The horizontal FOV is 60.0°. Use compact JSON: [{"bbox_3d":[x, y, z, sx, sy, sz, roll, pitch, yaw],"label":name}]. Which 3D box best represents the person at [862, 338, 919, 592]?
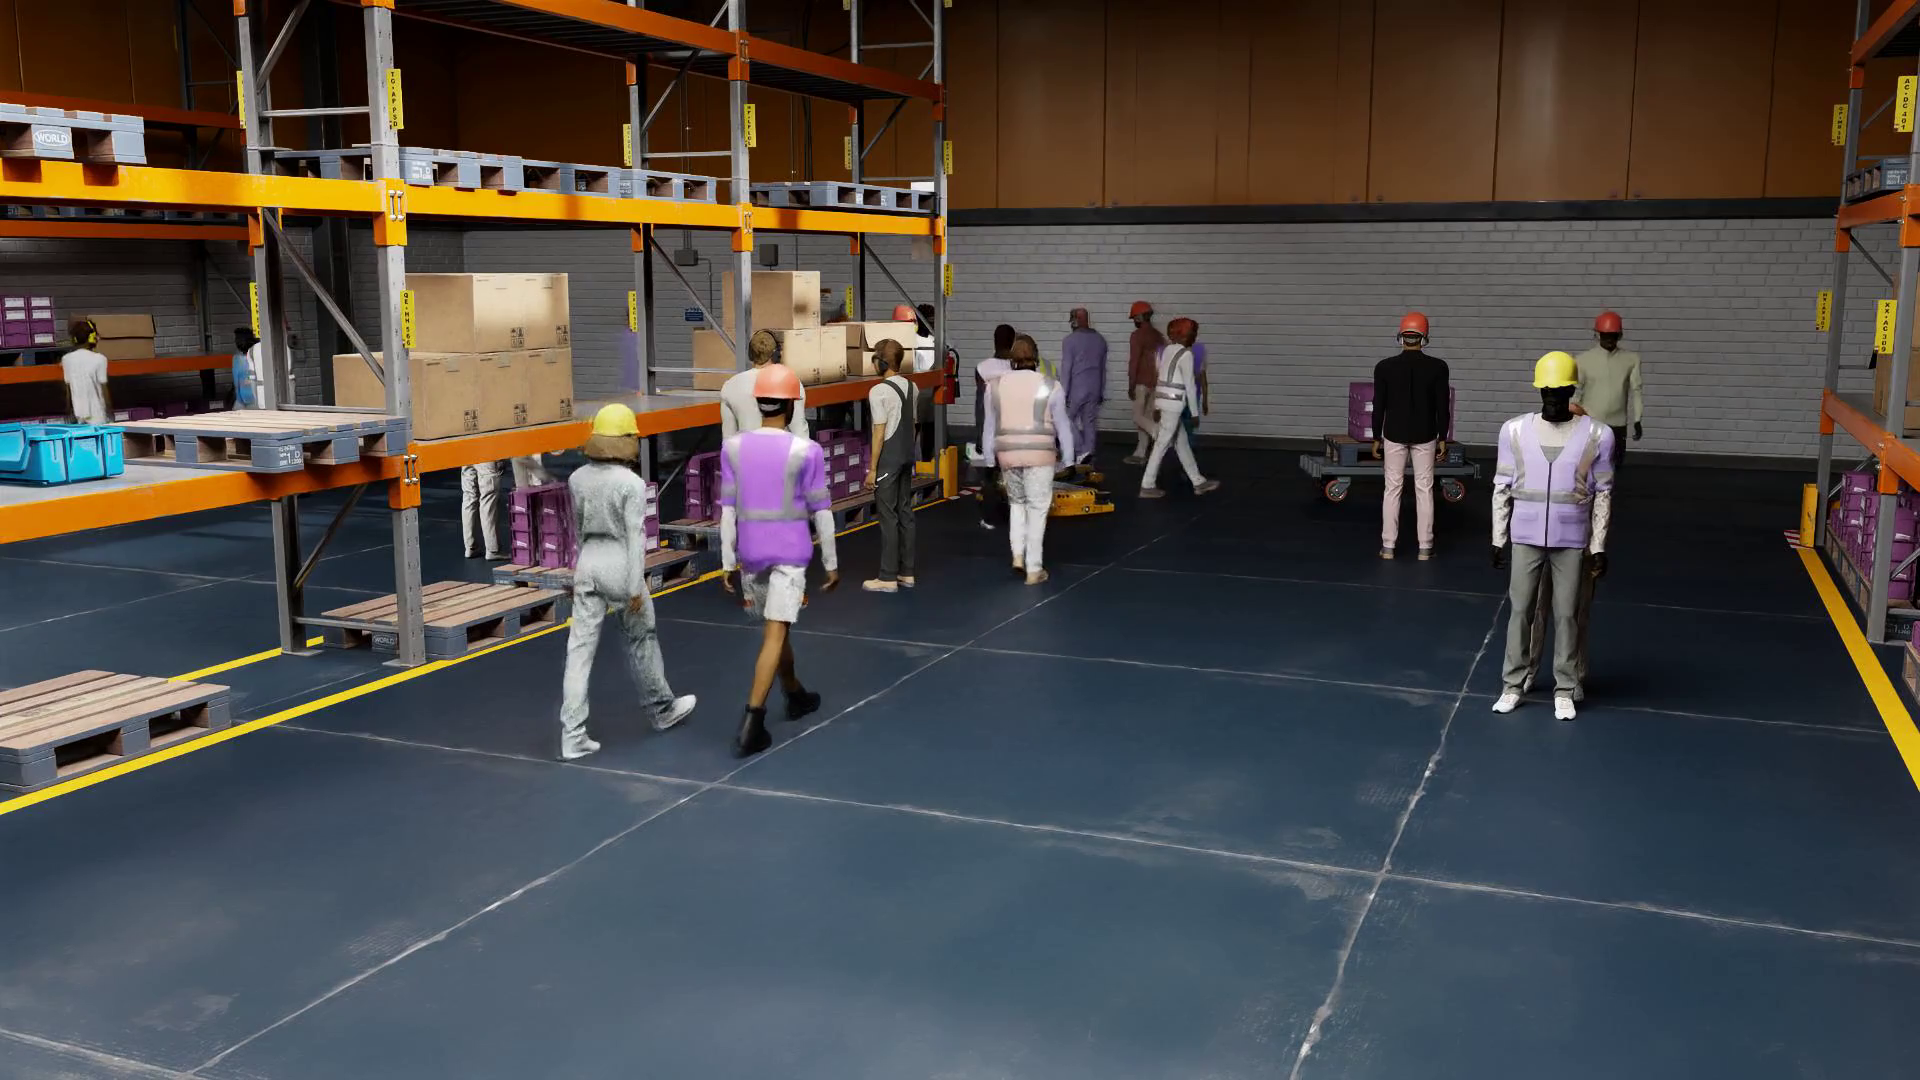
[{"bbox_3d":[-0.507,-0.542,12.115,0.345,1.847,0.508,6,11,32],"label":"person"}]

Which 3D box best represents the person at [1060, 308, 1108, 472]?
[{"bbox_3d":[1.388,-1.709,19.060,0.683,1.881,0.418,-7,12,-35],"label":"person"}]

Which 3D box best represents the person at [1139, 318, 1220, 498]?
[{"bbox_3d":[2.256,-1.338,16.958,0.945,1.831,0.587,-2,10,-13],"label":"person"}]

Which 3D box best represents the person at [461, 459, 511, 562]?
[{"bbox_3d":[-3.846,-0.645,13.359,0.514,1.642,0.311,6,11,34],"label":"person"}]

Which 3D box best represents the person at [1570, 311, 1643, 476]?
[{"bbox_3d":[5.902,-1.111,15.295,0.614,1.936,0.774,1,9,3],"label":"person"}]

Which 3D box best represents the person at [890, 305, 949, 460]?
[{"bbox_3d":[-0.561,-1.779,19.438,0.733,1.911,0.551,1,9,9],"label":"person"}]

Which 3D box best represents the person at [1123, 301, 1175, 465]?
[{"bbox_3d":[2.254,-1.842,19.663,0.713,1.954,0.665,8,12,39],"label":"person"}]

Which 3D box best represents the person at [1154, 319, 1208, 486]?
[{"bbox_3d":[2.380,-1.494,18.042,0.559,1.784,0.876,4,10,22],"label":"person"}]

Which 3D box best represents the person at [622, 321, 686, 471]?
[{"bbox_3d":[-3.565,-1.745,19.245,0.918,1.905,0.635,-9,13,-42],"label":"person"}]

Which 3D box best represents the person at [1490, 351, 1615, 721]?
[{"bbox_3d":[3.083,-0.020,8.707,0.594,1.926,0.366,4,10,25],"label":"person"}]

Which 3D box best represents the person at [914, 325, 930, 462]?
[{"bbox_3d":[-0.645,-1.535,18.513,0.885,1.722,0.525,2,10,10],"label":"person"}]

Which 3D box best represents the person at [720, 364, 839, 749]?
[{"bbox_3d":[-0.917,0.066,8.328,0.564,1.889,1.008,3,10,19],"label":"person"}]

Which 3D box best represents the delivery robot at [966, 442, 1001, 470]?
[{"bbox_3d":[0.416,-0.956,18.246,0.707,0.478,0.477,0,9,1],"label":"delivery robot"}]

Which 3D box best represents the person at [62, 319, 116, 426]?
[{"bbox_3d":[-8.415,-1.197,16.061,0.535,1.855,0.625,2,10,13],"label":"person"}]

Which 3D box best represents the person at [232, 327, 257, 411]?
[{"bbox_3d":[-8.029,-1.547,18.676,0.553,1.677,0.567,5,10,26],"label":"person"}]

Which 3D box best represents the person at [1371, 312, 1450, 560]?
[{"bbox_3d":[3.628,-0.830,13.410,0.611,1.996,0.379,3,10,17],"label":"person"}]

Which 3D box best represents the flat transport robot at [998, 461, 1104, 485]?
[{"bbox_3d":[0.913,-0.671,17.656,0.652,0.197,1.431,6,11,32],"label":"flat transport robot"}]

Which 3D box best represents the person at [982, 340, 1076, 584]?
[{"bbox_3d":[0.518,-0.585,12.467,0.678,1.817,0.470,4,10,22],"label":"person"}]

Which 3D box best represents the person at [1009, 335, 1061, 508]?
[{"bbox_3d":[0.603,-0.945,14.821,0.656,1.764,0.997,0,9,-2],"label":"person"}]

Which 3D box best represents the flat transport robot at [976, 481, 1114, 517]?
[{"bbox_3d":[0.811,-0.430,16.196,0.652,0.197,1.431,-6,11,-32],"label":"flat transport robot"}]

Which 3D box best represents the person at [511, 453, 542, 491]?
[{"bbox_3d":[-4.530,-1.383,17.255,0.404,1.829,0.600,-3,10,-19],"label":"person"}]

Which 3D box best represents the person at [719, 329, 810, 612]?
[{"bbox_3d":[-1.316,-0.462,11.350,0.629,1.940,0.373,3,10,15],"label":"person"}]

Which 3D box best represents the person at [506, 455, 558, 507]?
[{"bbox_3d":[-4.289,-1.141,16.396,0.425,1.619,0.536,-6,11,-34],"label":"person"}]

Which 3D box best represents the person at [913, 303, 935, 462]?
[{"bbox_3d":[-0.406,-1.619,18.303,0.371,1.957,0.605,7,12,36],"label":"person"}]

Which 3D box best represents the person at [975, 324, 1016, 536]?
[{"bbox_3d":[0.426,-0.968,14.690,0.629,1.866,0.952,-3,10,-16],"label":"person"}]

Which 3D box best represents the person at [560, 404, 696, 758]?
[{"bbox_3d":[-1.689,0.180,8.187,0.498,1.691,0.903,4,10,25],"label":"person"}]

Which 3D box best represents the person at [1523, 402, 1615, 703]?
[{"bbox_3d":[3.273,0.067,9.057,0.523,1.636,0.310,5,11,29],"label":"person"}]

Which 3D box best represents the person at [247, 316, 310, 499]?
[{"bbox_3d":[-6.918,-1.367,16.872,0.543,1.927,0.375,4,10,22],"label":"person"}]

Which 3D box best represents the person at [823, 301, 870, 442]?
[{"bbox_3d":[-1.204,-1.659,18.296,0.696,2.000,0.976,7,11,35],"label":"person"}]
